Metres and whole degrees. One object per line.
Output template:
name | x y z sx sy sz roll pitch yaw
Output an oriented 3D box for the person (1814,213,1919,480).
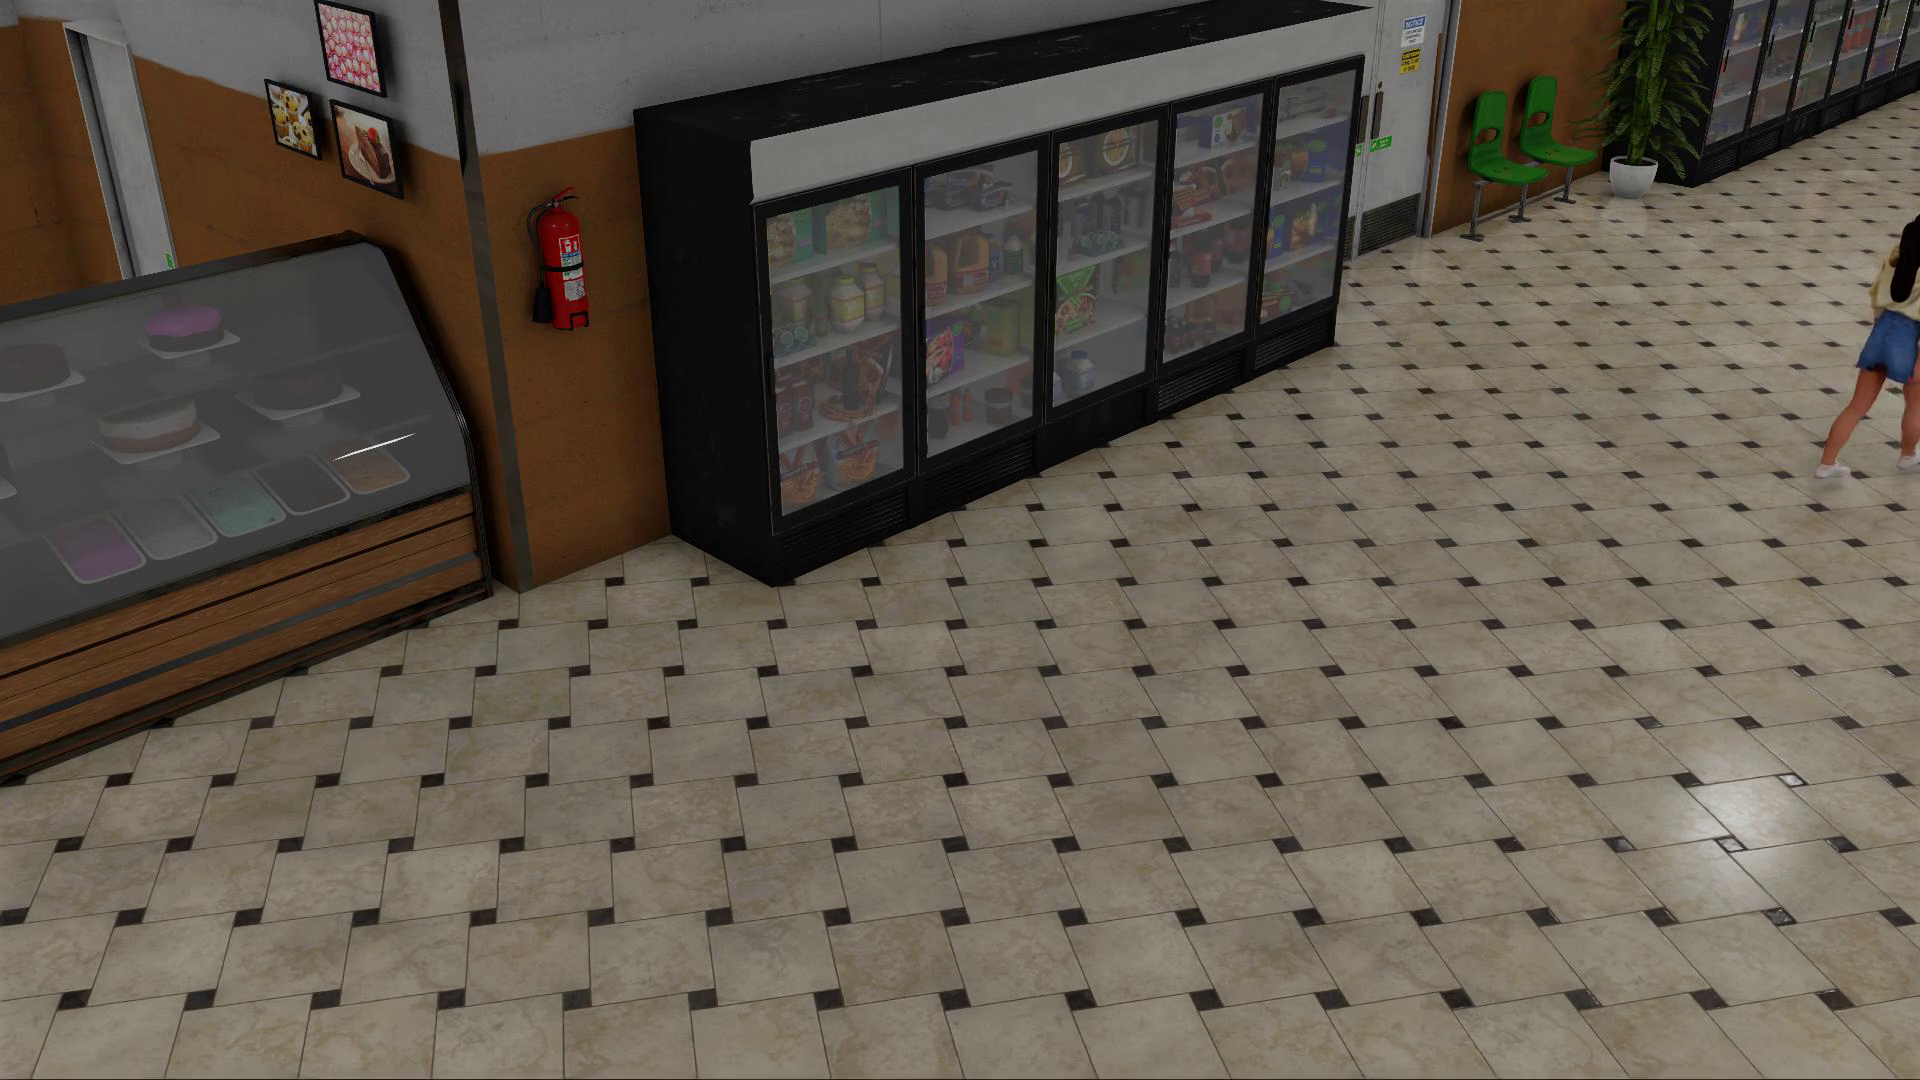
person | 5.200 -1.050 9.344 0.963 1.587 1.132 -12 29 -22
